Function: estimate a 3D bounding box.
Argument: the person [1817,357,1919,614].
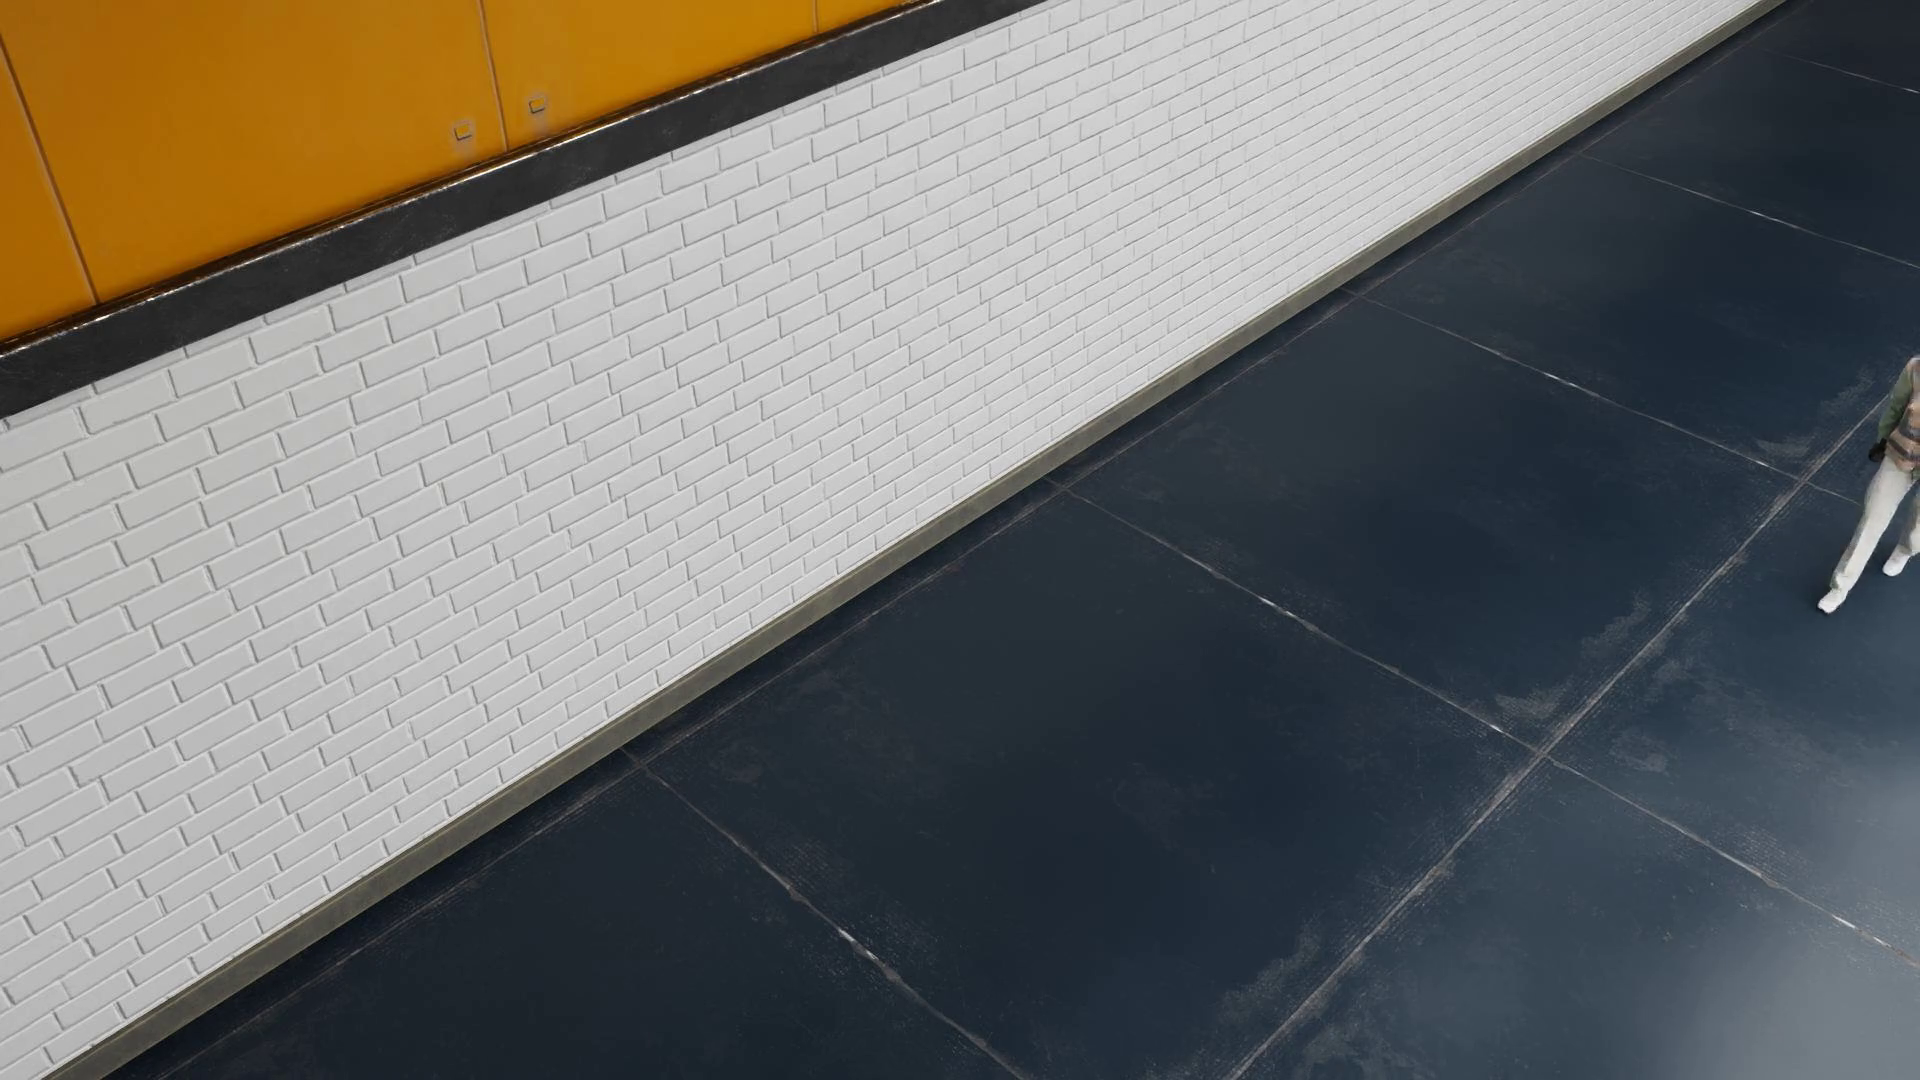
[{"bbox_3d":[4.805,-0.371,8.317,0.852,1.587,0.531,-31,48,-33],"label":"person"}]
